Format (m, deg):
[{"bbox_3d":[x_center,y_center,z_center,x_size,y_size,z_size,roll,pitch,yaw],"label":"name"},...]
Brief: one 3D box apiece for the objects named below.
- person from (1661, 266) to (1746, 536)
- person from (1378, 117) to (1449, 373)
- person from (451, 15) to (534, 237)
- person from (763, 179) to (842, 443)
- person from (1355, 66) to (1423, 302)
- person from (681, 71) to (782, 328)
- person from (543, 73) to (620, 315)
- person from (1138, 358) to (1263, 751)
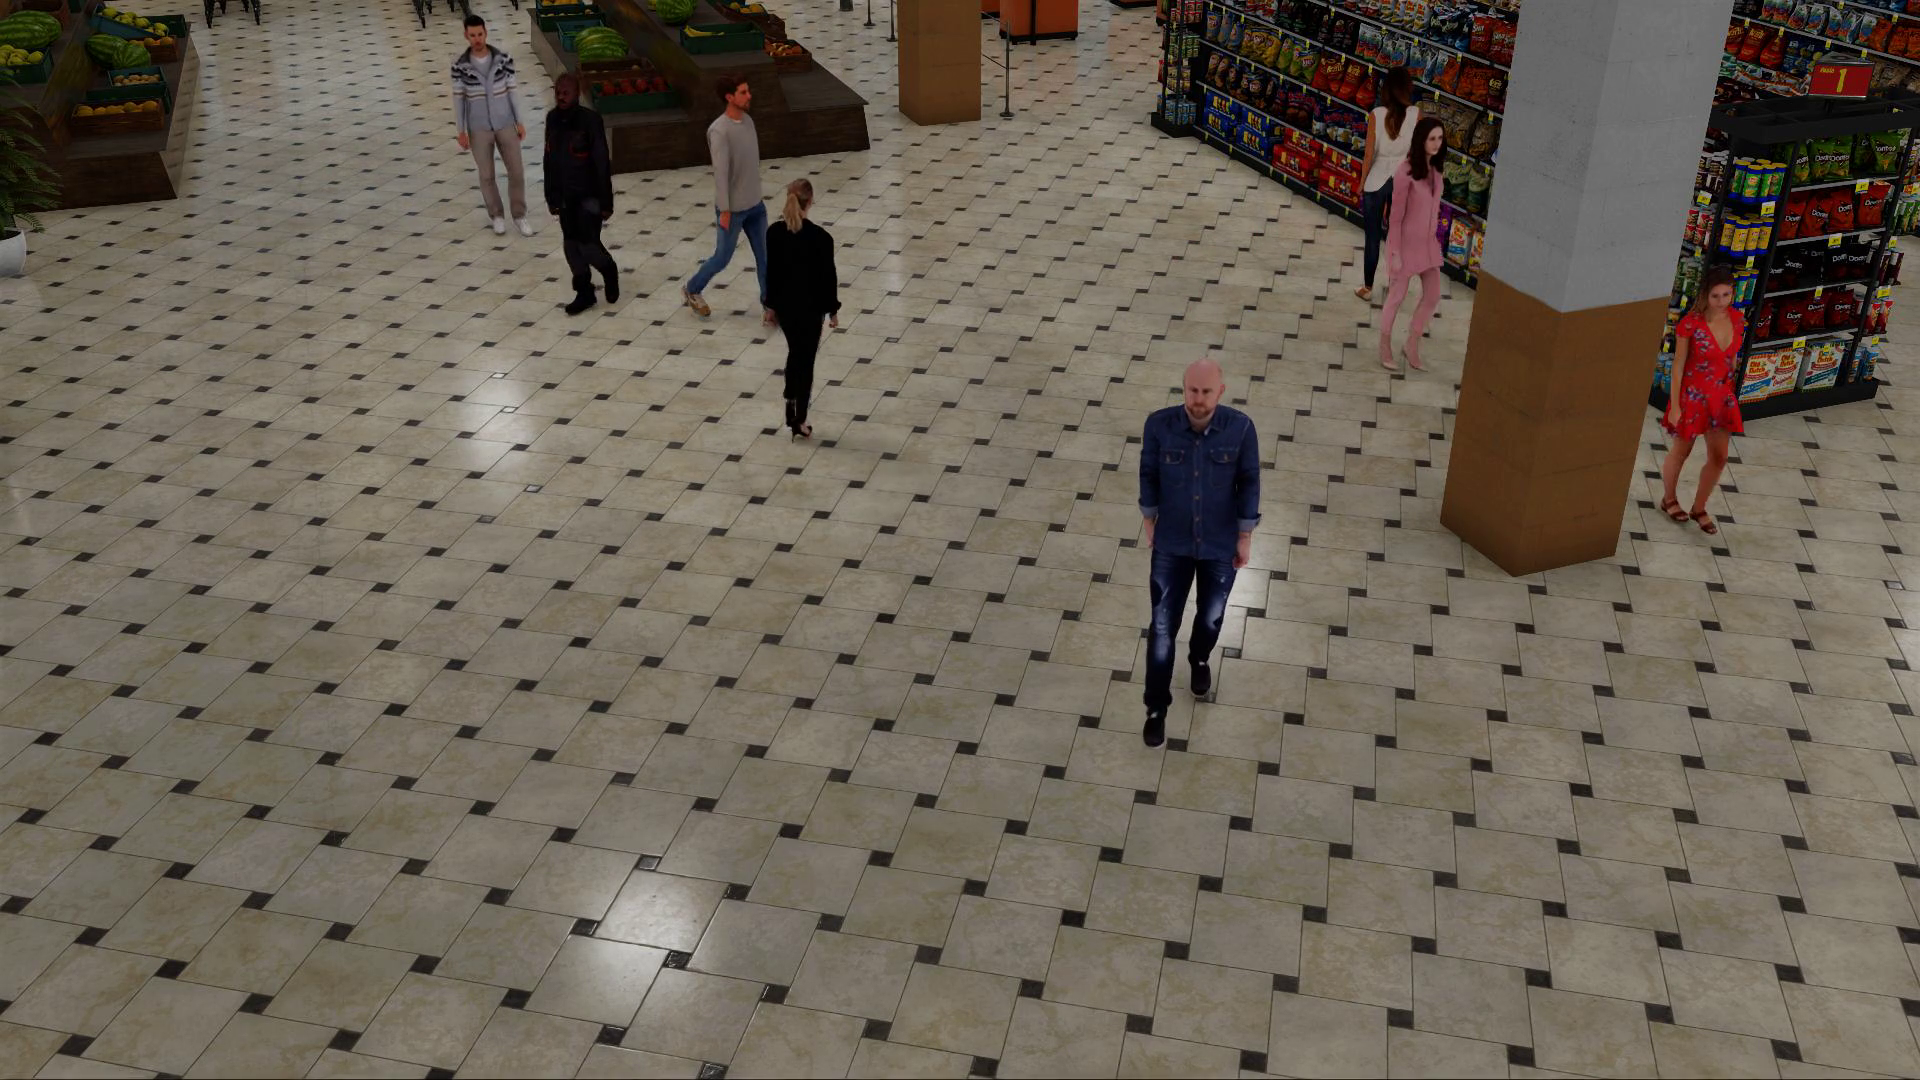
[{"bbox_3d":[4.162,-0.832,9.479,0.654,1.571,0.711,-5,29,-9],"label":"person"},{"bbox_3d":[3.050,-2.033,11.456,0.682,1.784,0.696,-15,32,-25],"label":"person"},{"bbox_3d":[-4.002,-3.545,14.167,0.720,1.840,0.688,-10,30,-18],"label":"person"},{"bbox_3d":[-1.026,-1.374,10.345,0.709,1.692,0.756,9,30,16],"label":"person"},{"bbox_3d":[3.265,-2.699,12.675,0.644,1.785,0.624,0,29,-1],"label":"person"},{"bbox_3d":[-1.696,-2.452,12.129,1.256,1.873,1.179,14,31,23],"label":"person"},{"bbox_3d":[-2.805,-2.624,12.516,0.919,1.804,0.978,12,31,21],"label":"person"},{"bbox_3d":[1.115,0.001,7.724,1.005,1.789,1.173,4,29,7],"label":"person"}]
